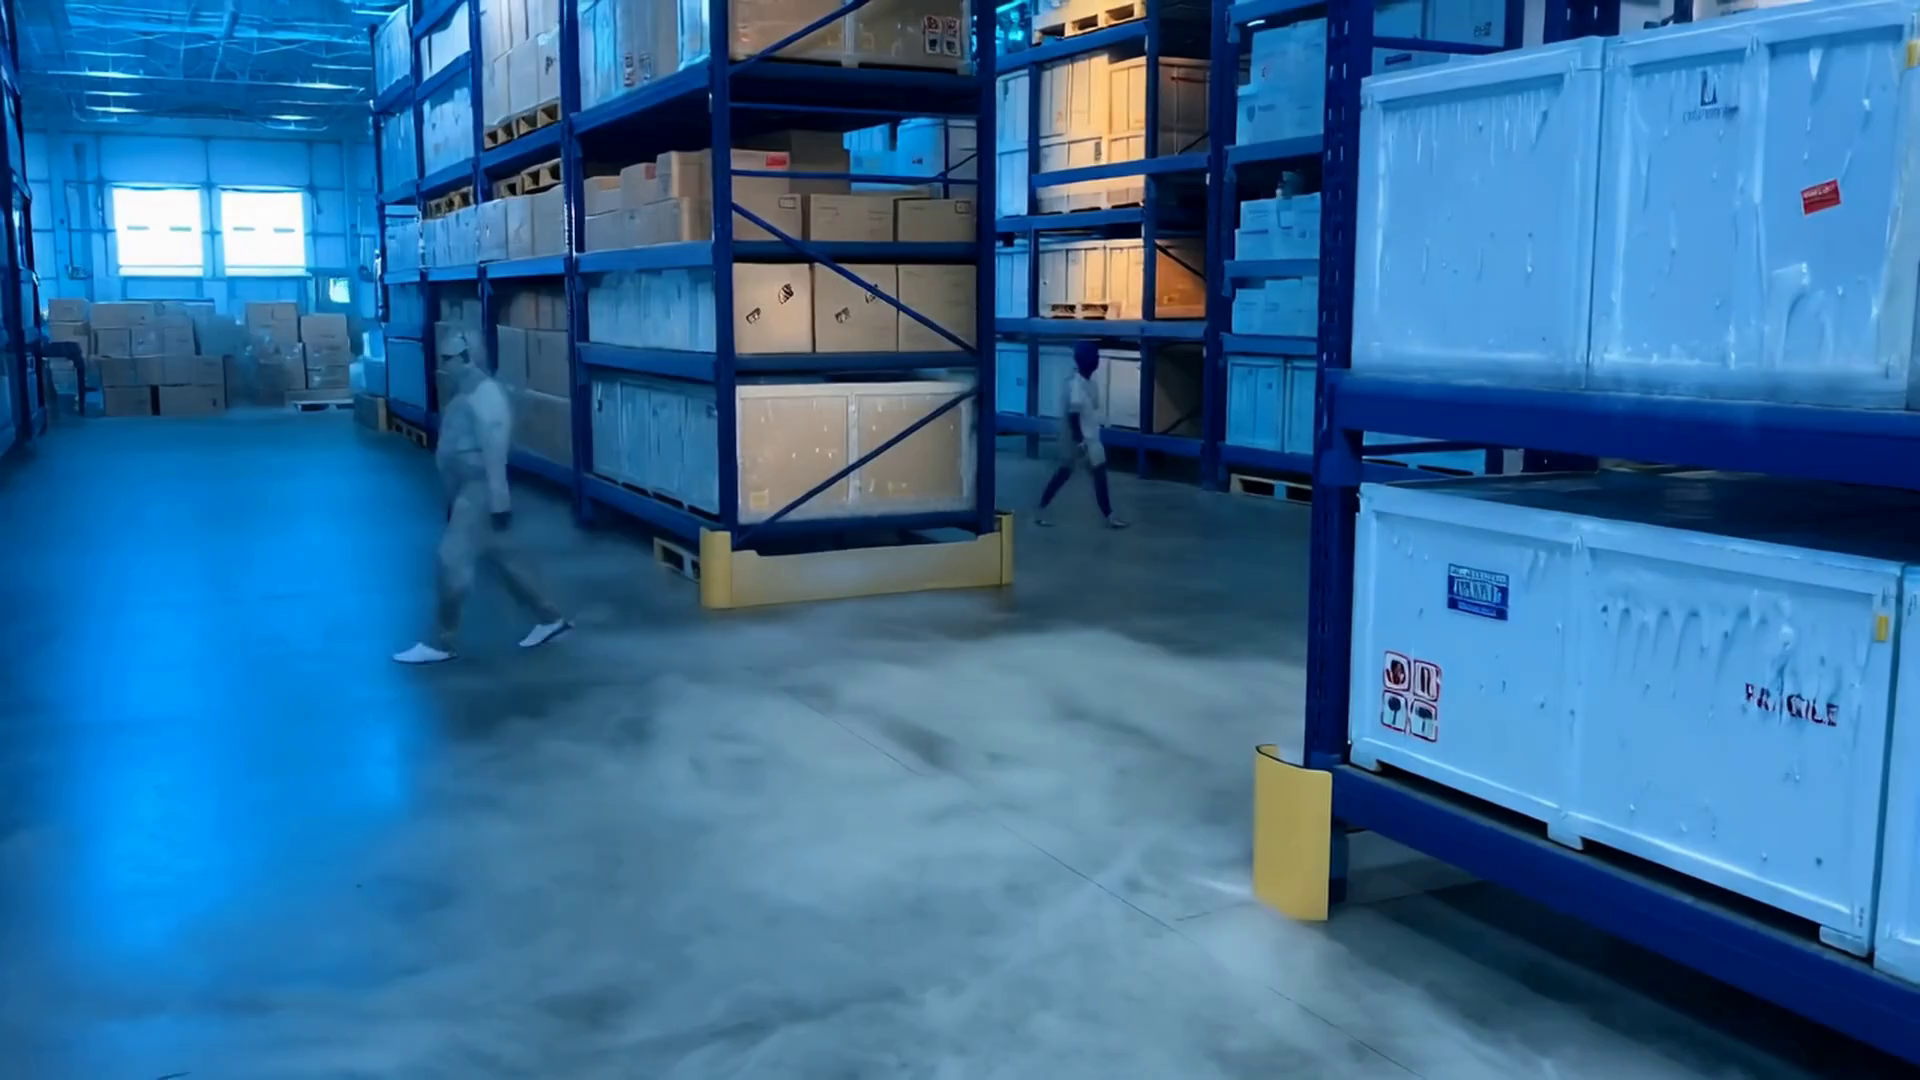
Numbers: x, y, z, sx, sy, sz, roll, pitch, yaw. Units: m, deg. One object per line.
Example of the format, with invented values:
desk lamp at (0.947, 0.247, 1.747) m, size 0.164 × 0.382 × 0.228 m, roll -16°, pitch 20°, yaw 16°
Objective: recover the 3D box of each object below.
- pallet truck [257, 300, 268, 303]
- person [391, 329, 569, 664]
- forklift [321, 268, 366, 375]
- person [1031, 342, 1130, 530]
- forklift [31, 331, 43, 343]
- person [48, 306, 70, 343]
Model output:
pallet truck at (-23.913, -7.404, 58.171) m, size 1.885 × 1.965 × 0.823 m, roll -1°, pitch 8°, yaw -9°
person at (-2.702, -0.260, 9.393) m, size 0.994 × 1.864 × 0.664 m, roll -4°, pitch 9°, yaw -25°
forklift at (-16.433, -5.812, 44.169) m, size 1.129 × 2.768 × 1.873 m, roll -1°, pitch 8°, yaw -9°
person at (1.033, -0.918, 14.621) m, size 0.874 × 1.657 × 0.541 m, roll 4°, pitch 9°, yaw 27°
forklift at (-30.490, -7.251, 54.090) m, size 1.129 × 2.768 × 1.873 m, roll -4°, pitch 9°, yaw -26°
person at (-25.089, -5.657, 46.488) m, size 0.470 × 1.896 × 0.765 m, roll 3°, pitch 9°, yaw 18°
